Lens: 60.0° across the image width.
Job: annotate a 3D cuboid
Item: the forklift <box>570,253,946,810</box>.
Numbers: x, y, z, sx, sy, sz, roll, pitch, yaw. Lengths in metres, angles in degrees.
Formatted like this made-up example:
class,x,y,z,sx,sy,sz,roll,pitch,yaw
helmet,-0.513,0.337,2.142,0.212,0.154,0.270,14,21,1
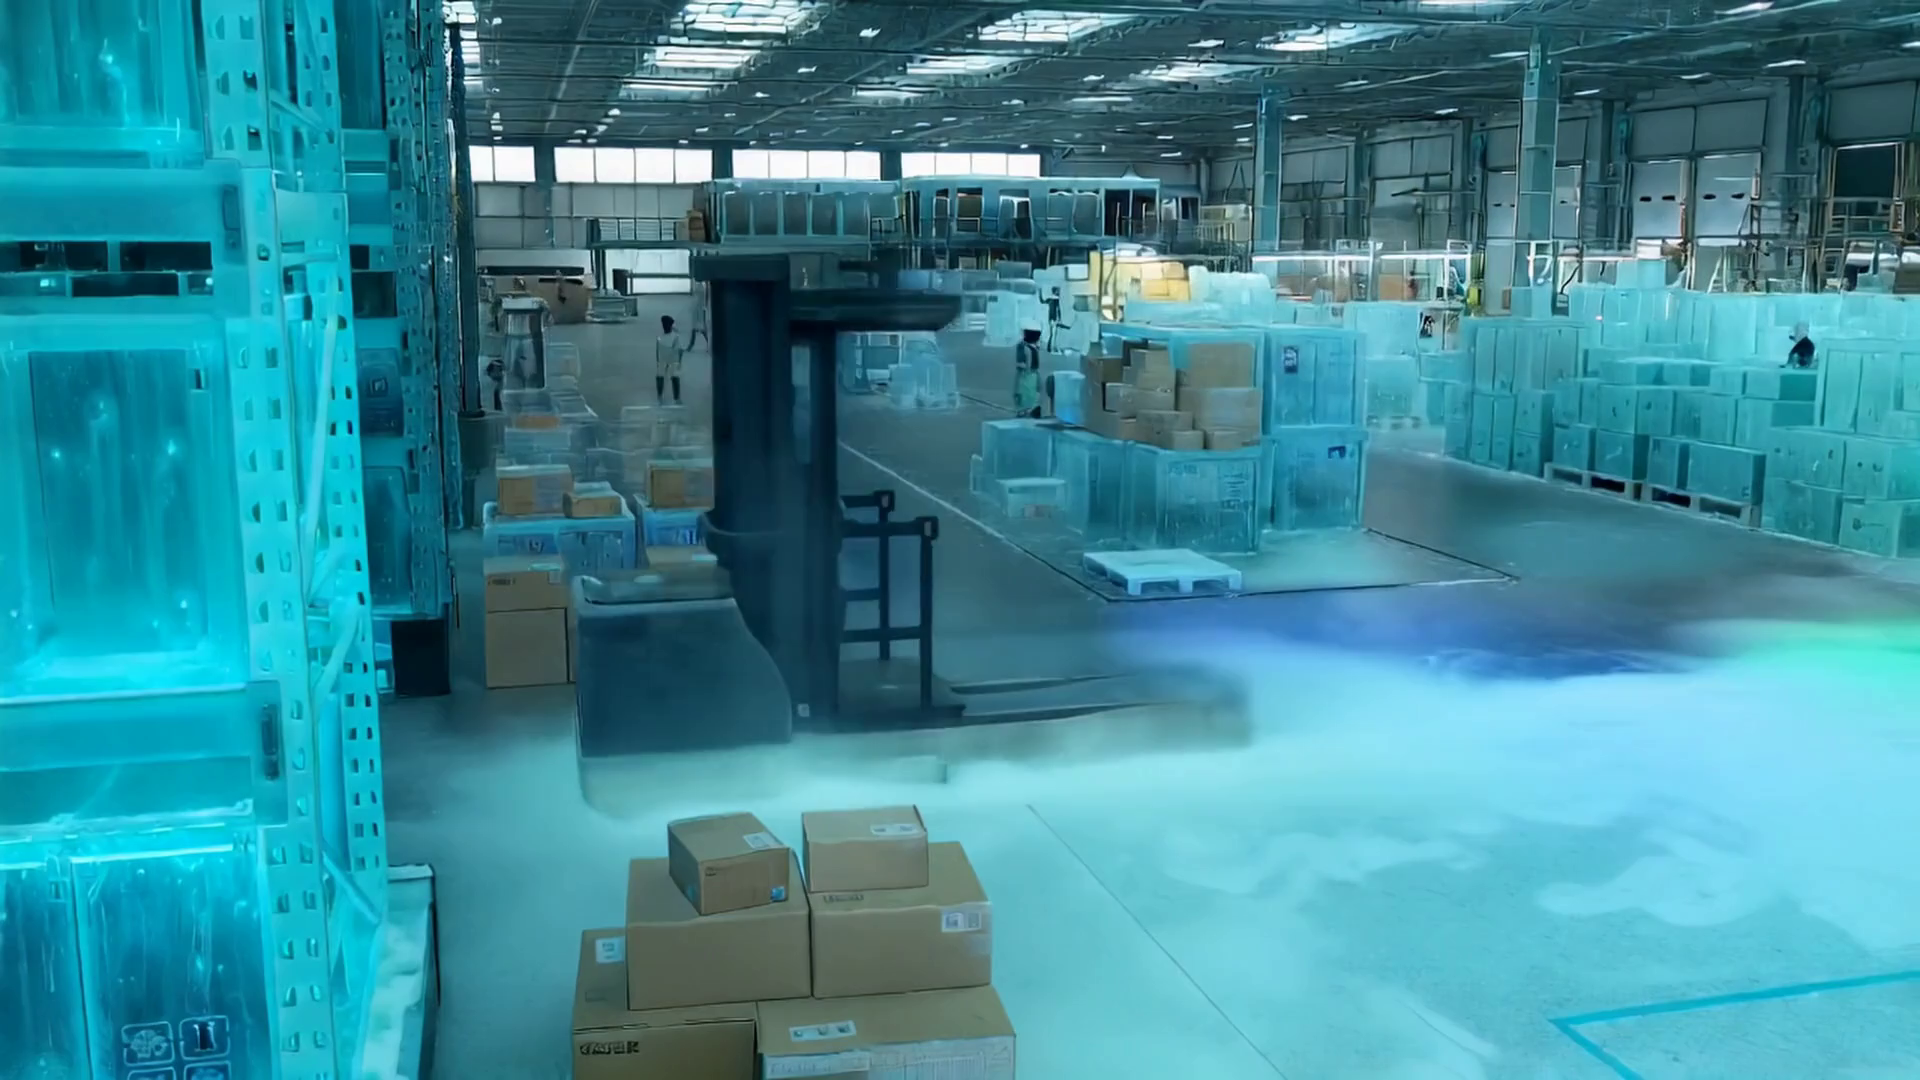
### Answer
class,x,y,z,sx,sy,sz,roll,pitch,yaw
forklift,-1.124,-0.119,8.845,1.873,2.768,1.129,-3,10,-15

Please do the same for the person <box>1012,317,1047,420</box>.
class,x,y,z,sx,sy,sz,roll,pitch,yaw
person,1.043,-2.067,22.652,0.931,1.896,0.574,4,11,22

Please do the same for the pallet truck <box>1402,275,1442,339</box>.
class,x,y,z,sx,sy,sz,roll,pitch,yaw
pallet truck,14.620,-7.324,52.145,0.823,1.965,1.885,8,13,40

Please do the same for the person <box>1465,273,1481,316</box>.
class,x,y,z,sx,sy,sz,roll,pitch,yaw
person,18.384,-8.594,59.578,0.584,1.918,0.408,-2,10,-9

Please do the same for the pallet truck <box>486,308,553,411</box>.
class,x,y,z,sx,sy,sz,roll,pitch,yaw
pallet truck,-6.242,-2.418,24.362,0.823,1.965,1.885,1,10,3

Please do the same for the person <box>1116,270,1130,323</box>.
class,x,y,z,sx,sy,sz,roll,pitch,yaw
person,5.662,-8.407,58.153,0.538,2.000,0.690,4,11,20

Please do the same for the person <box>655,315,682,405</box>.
class,x,y,z,sx,sy,sz,roll,pitch,yaw
person,-5.119,-3.081,29.021,0.543,1.671,0.706,3,10,15

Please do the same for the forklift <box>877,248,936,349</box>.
class,x,y,z,sx,sy,sz,roll,pitch,yaw
forklift,-1.510,-4.904,35.940,1.873,2.768,1.129,-3,10,-15

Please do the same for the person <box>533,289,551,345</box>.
class,x,y,z,sx,sy,sz,roll,pitch,yaw
person,-12.254,-6.523,48.656,0.531,1.620,0.591,-8,13,-38

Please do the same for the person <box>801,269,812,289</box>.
class,x,y,z,sx,sy,sz,roll,pitch,yaw
person,-7.159,-11.781,77.879,0.651,1.822,0.529,6,12,32

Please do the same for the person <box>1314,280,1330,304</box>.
class,x,y,z,sx,sy,sz,roll,pitch,yaw
person,10.764,-6.810,49.617,0.597,1.868,0.540,-9,13,-40

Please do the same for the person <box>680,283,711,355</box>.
class,x,y,z,sx,sy,sz,roll,pitch,yaw
person,-6.992,-5.847,44.031,1.016,1.905,0.620,-3,10,-15

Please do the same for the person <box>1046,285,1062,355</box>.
class,x,y,z,sx,sy,sz,roll,pitch,yaw
person,2.487,-5.829,44.089,0.321,1.859,0.512,-9,13,-41

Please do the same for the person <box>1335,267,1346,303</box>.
class,x,y,z,sx,sy,sz,roll,pitch,yaw
person,17.665,-11.659,76.943,0.982,1.905,0.610,-2,10,-13

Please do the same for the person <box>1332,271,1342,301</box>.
class,x,y,z,sx,sy,sz,roll,pitch,yaw
person,19.732,-13.369,86.832,0.619,1.839,0.430,6,12,30

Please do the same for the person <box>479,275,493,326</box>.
class,x,y,z,sx,sy,sz,roll,pitch,yaw
person,-17.018,-8.607,59.879,0.591,1.833,0.403,7,12,35

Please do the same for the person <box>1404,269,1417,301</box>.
class,x,y,z,sx,sy,sz,roll,pitch,yaw
person,20.983,-11.707,77.412,0.634,1.849,1.009,-5,11,-26

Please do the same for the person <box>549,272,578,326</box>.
class,x,y,z,sx,sy,sz,roll,pitch,yaw
person,-14.406,-8.753,60.397,1.019,1.955,0.623,-1,10,-8

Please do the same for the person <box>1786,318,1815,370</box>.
class,x,y,z,sx,sy,sz,roll,pitch,yaw
person,10.874,-1.902,21.608,0.372,1.940,0.627,5,11,27

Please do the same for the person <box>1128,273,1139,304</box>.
class,x,y,z,sx,sy,sz,roll,pitch,yaw
person,6.014,-8.383,58.321,0.552,1.932,0.377,-6,12,-30

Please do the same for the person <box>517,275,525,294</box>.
class,x,y,z,sx,sy,sz,roll,pitch,yaw
person,-17.339,-9.589,65.722,0.359,1.734,0.486,-8,13,-37
